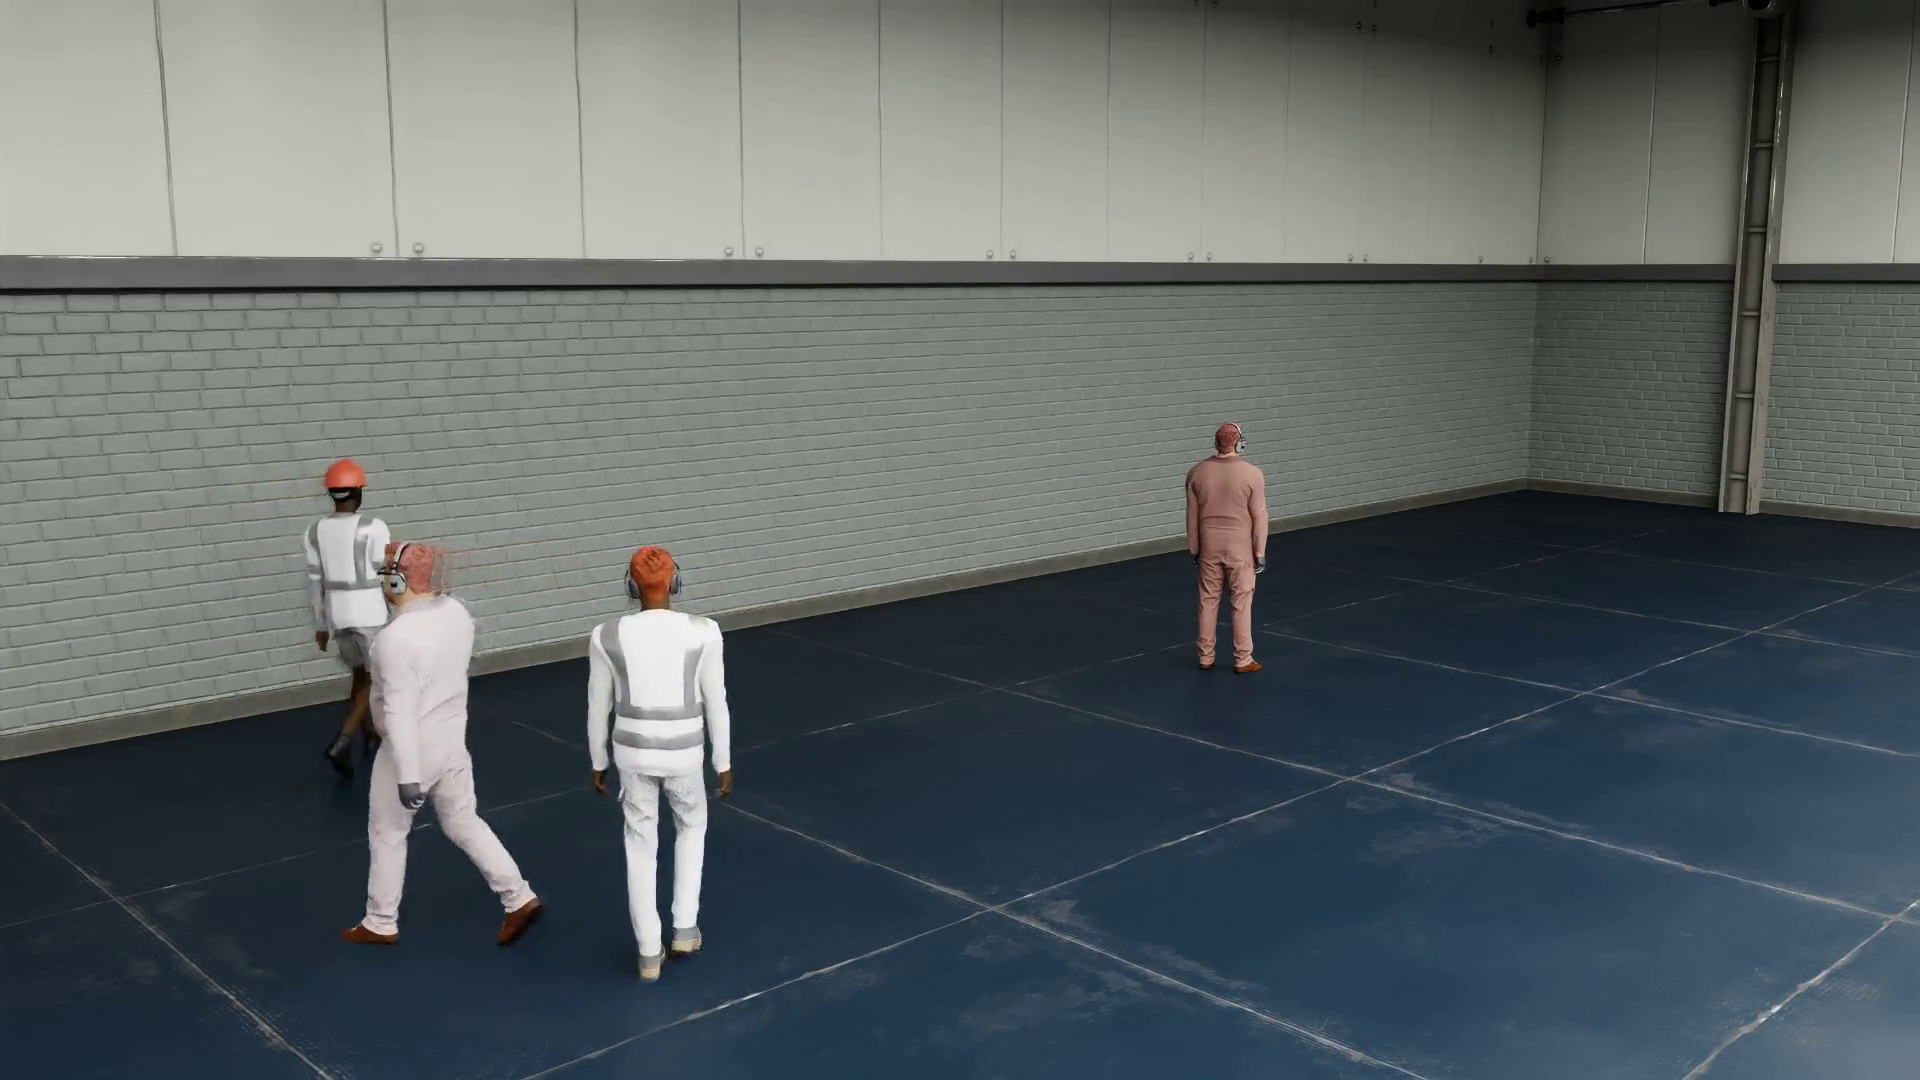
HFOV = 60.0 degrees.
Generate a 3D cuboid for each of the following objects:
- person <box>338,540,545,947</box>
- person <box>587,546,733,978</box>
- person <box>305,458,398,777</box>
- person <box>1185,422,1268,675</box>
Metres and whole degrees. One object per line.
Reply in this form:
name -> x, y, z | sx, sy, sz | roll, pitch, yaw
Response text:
person -> -2.341, 0.921, 7.406 | 0.934, 1.879, 0.643 | 3, 10, 18
person -> -1.303, 0.937, 7.280 | 0.623, 1.865, 0.589 | -1, 9, -5
person -> -3.692, 0.461, 10.109 | 0.567, 1.913, 0.850 | 3, 10, 18
person -> 2.033, 0.062, 12.597 | 0.638, 1.910, 0.407 | 5, 11, 30
